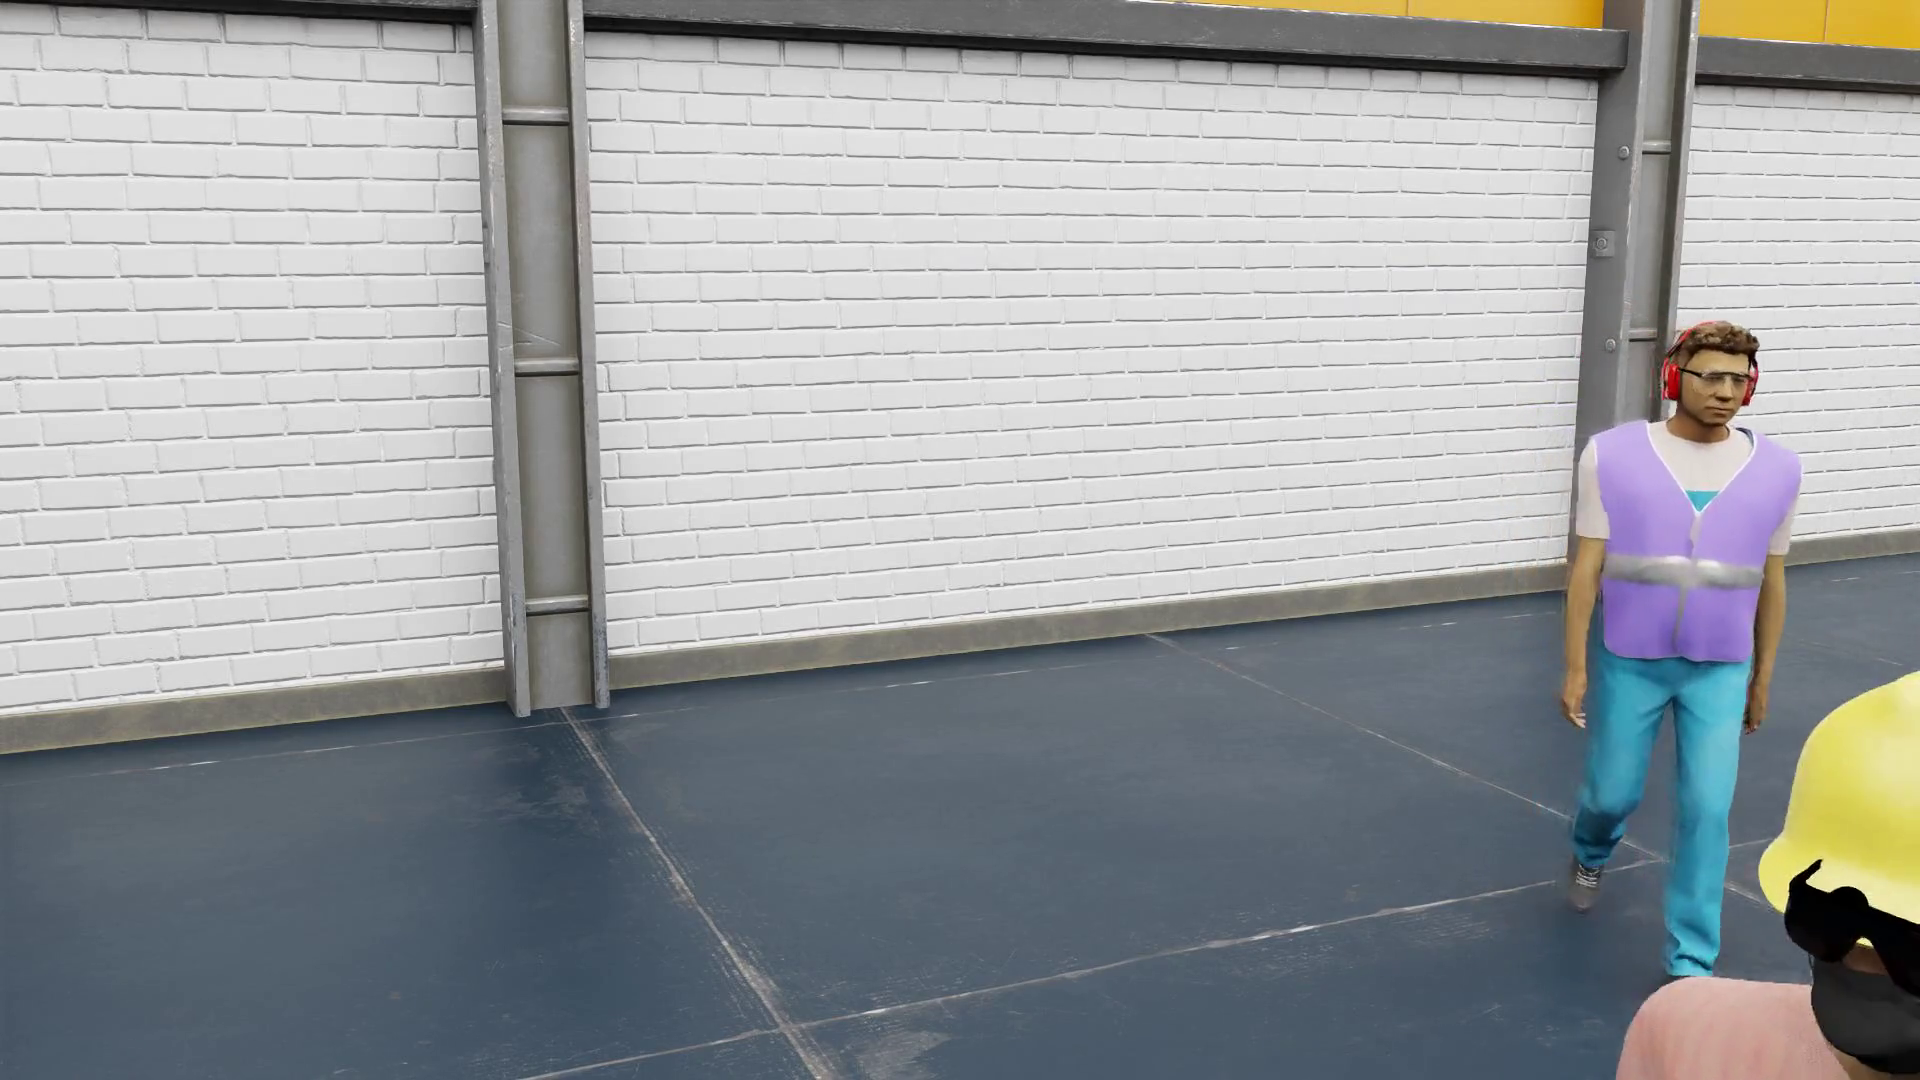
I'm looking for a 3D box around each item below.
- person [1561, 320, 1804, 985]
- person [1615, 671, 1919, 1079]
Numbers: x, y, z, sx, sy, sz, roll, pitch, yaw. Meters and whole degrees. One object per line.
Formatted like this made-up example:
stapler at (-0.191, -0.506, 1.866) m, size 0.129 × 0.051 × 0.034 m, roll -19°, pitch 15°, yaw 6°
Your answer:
person at (1.910, 0.312, 4.497) m, size 0.580 × 1.820 × 0.754 m, roll 2°, pitch 10°, yaw 10°
person at (0.682, 0.938, 1.333) m, size 0.916 × 1.720 × 0.530 m, roll -5°, pitch 11°, yaw -26°
